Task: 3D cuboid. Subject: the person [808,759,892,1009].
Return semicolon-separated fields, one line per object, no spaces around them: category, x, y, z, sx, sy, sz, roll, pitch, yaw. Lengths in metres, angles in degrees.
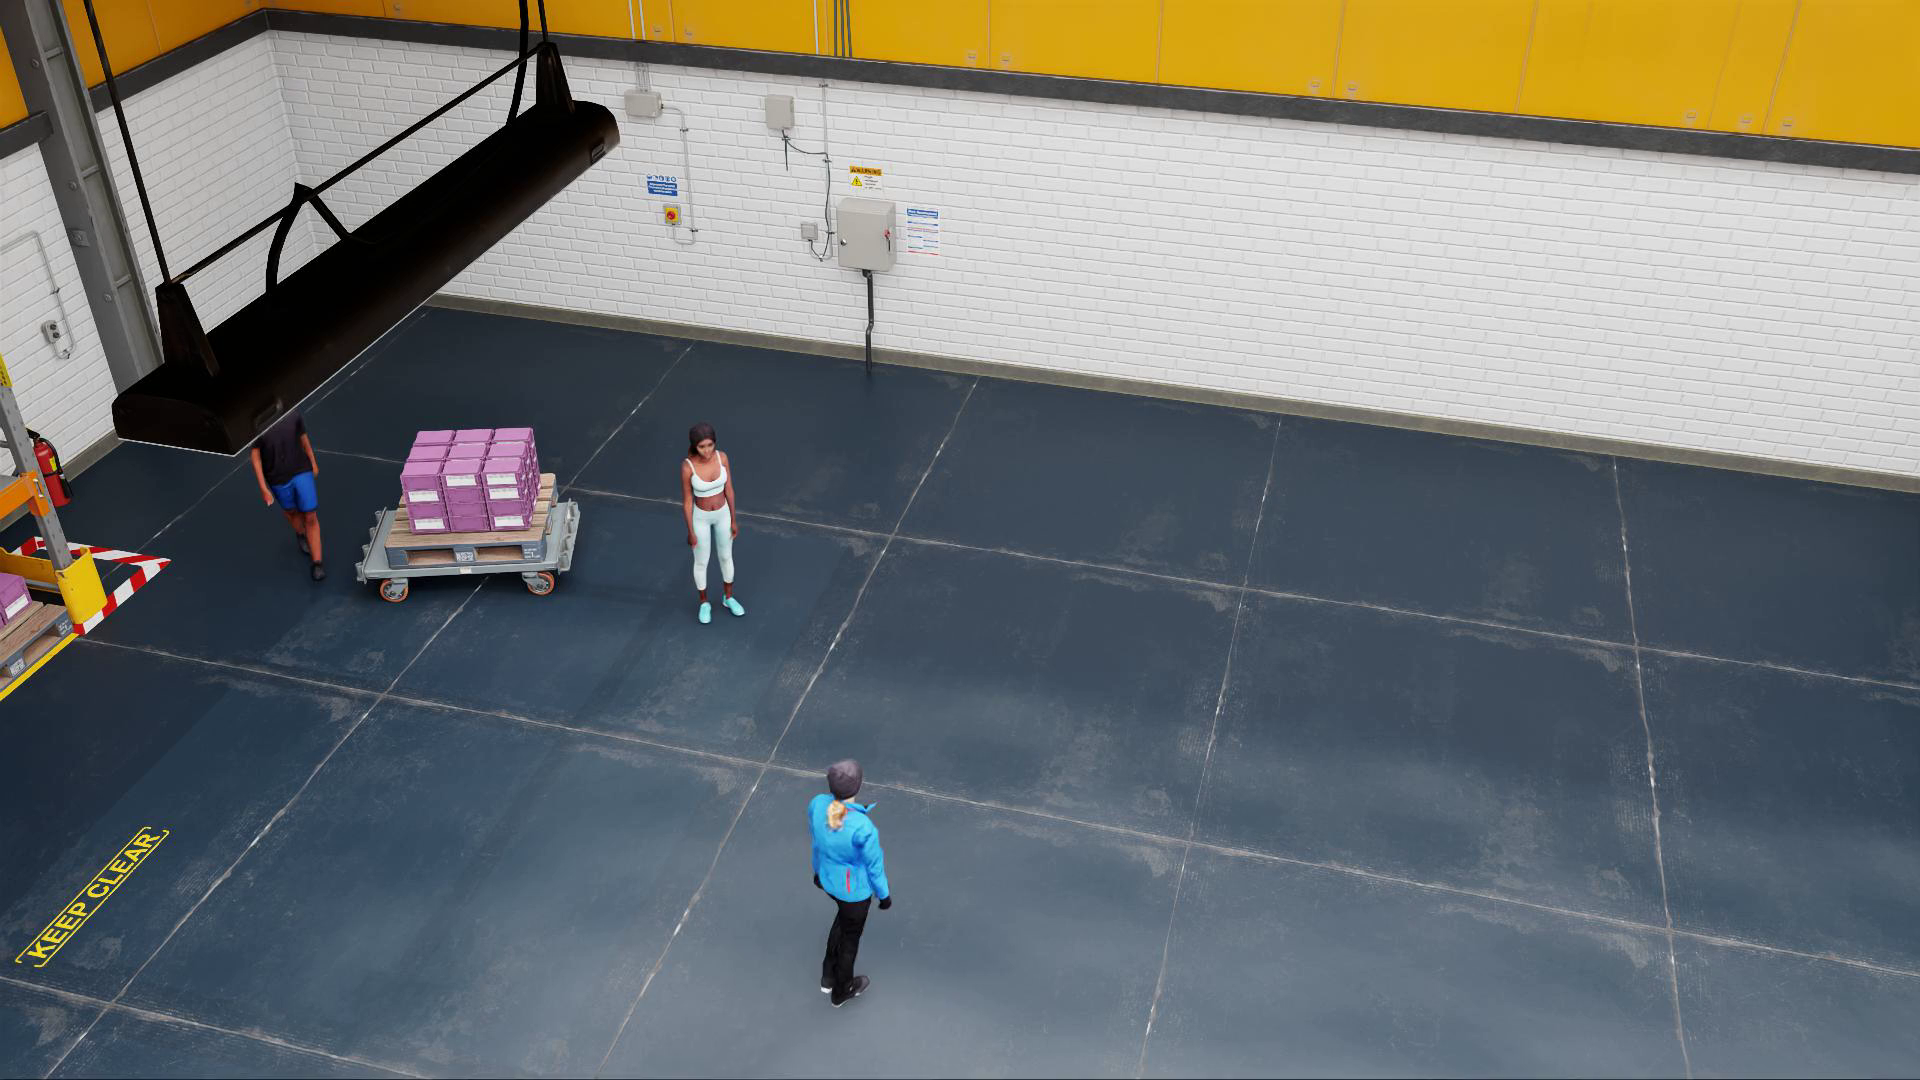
person;-0.700;1.998;9.337;0.736;1.784;0.768;28;43;35

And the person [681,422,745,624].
person;-1.892;-0.143;12.614;0.643;1.724;0.696;-16;37;-23

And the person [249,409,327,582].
person;-5.347;-0.565;13.231;1.049;1.743;1.168;-16;37;-22
